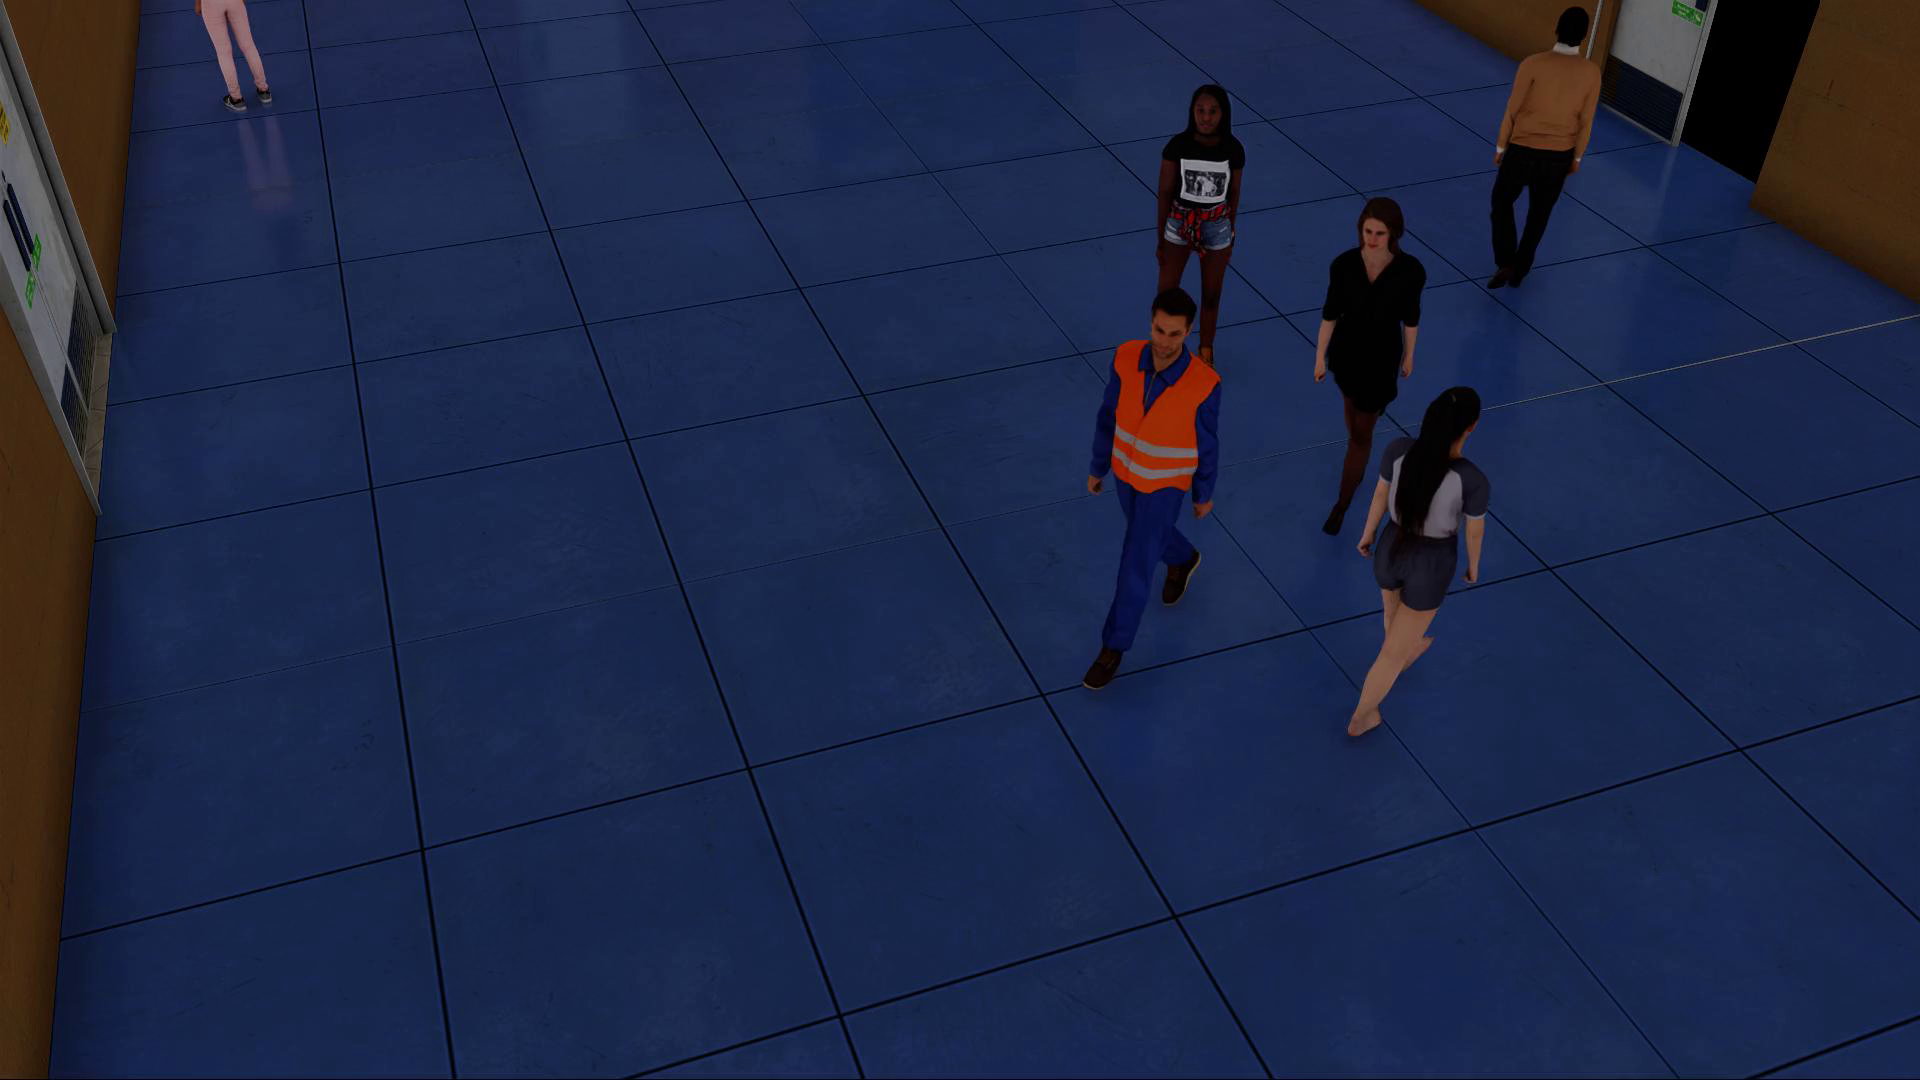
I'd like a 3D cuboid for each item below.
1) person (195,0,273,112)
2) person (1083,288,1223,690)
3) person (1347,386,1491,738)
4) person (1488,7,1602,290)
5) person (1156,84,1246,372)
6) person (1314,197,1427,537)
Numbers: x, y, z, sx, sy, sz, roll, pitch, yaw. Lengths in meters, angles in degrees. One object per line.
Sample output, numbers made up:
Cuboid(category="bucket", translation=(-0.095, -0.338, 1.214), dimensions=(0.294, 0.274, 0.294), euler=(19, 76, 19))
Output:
Cuboid(category="person", translation=(-5.440, -3.964, 12.244), dimensions=(0.530, 1.563, 0.652), euler=(-25, 44, -30))
Cuboid(category="person", translation=(0.855, -0.292, 7.135), dimensions=(1.149, 1.823, 1.321), euler=(24, 43, 28))
Cuboid(category="person", translation=(1.782, 0.149, 6.717), dimensions=(1.028, 1.620, 0.840), euler=(-30, 46, -33))
Cuboid(category="person", translation=(3.412, -2.245, 9.801), dimensions=(0.929, 1.746, 0.947), euler=(5, 37, 7))
Cuboid(category="person", translation=(1.276, -1.638, 9.006), dimensions=(0.657, 1.729, 0.756), euler=(2, 37, 3))
Cuboid(category="person", translation=(1.986, -0.913, 8.079), dimensions=(1.012, 1.666, 1.092), euler=(17, 40, 22))
